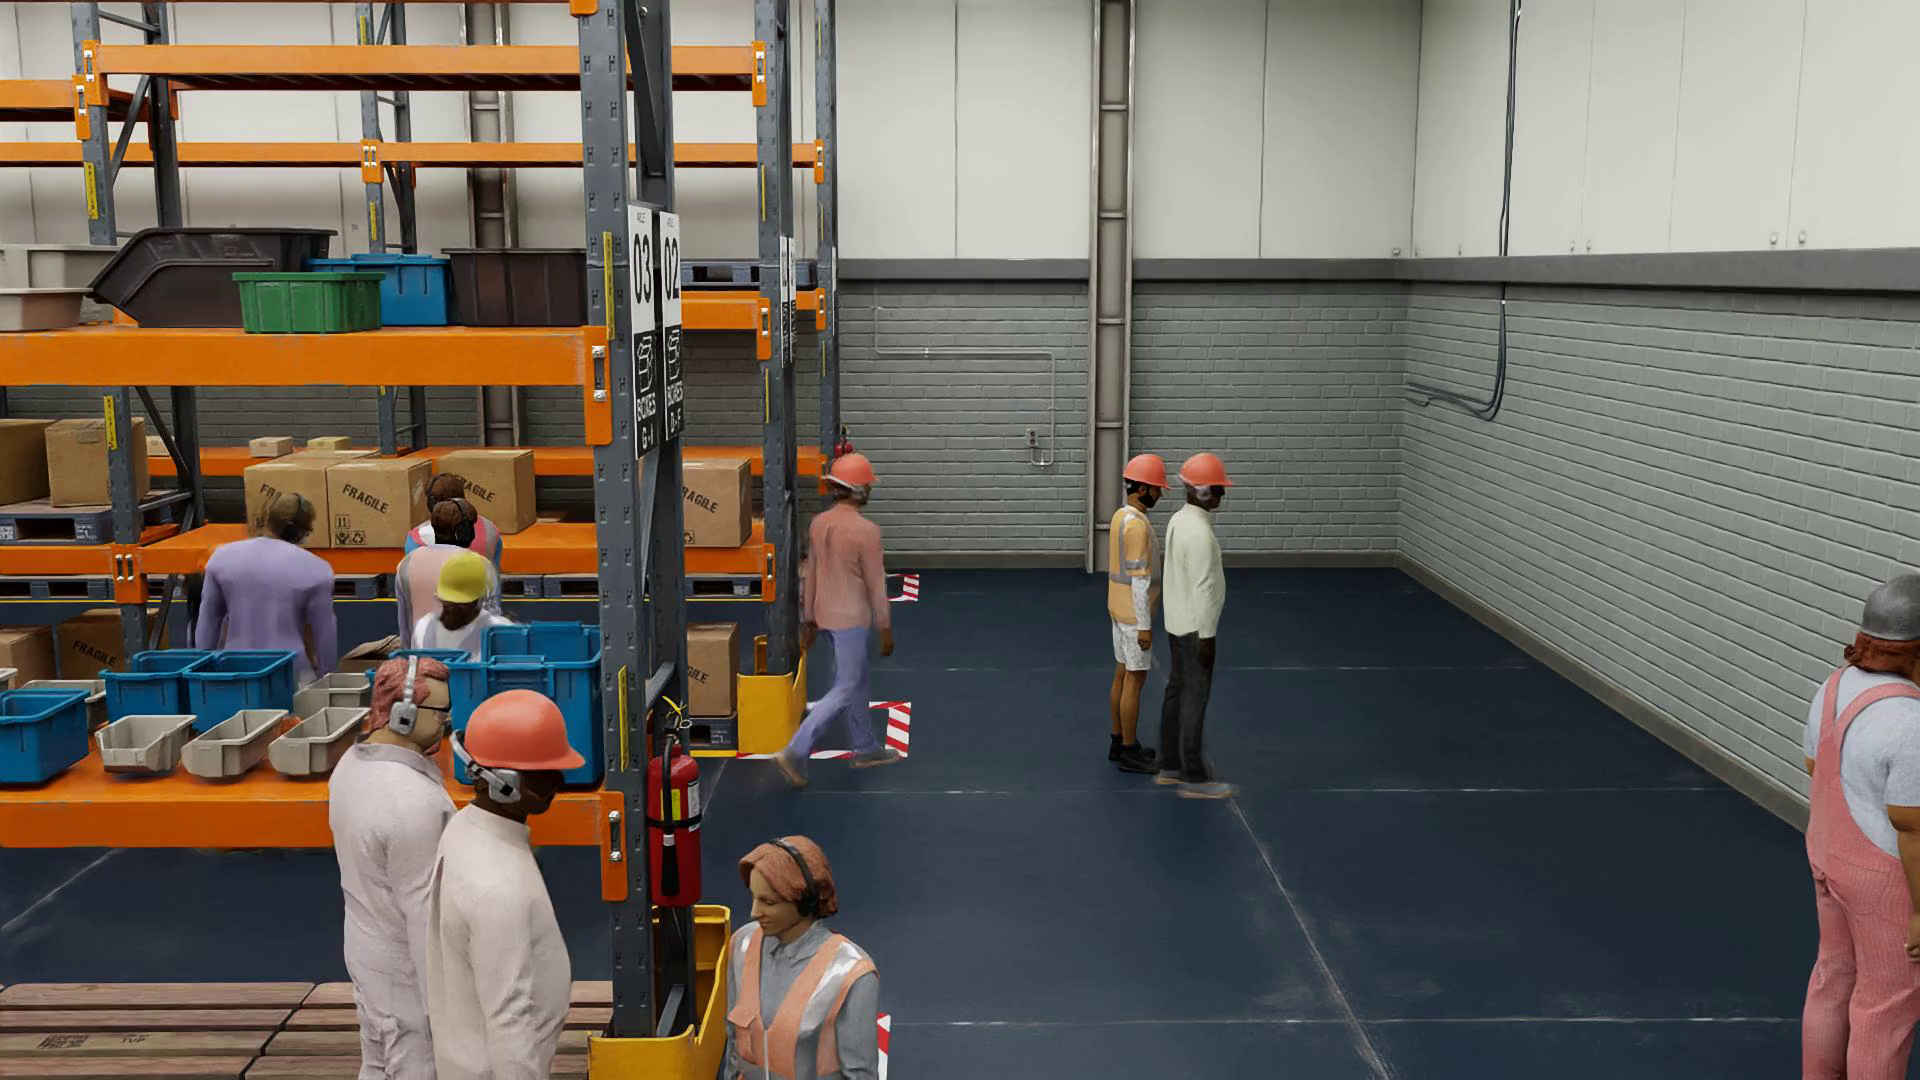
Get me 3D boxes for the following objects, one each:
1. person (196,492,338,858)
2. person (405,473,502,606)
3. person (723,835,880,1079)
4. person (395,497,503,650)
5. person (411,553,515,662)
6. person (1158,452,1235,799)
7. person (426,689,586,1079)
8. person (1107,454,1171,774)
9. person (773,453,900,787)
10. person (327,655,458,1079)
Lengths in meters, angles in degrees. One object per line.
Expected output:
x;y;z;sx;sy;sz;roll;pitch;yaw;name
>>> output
-3.578;0.708;8.566;0.744;1.893;0.370;-2;9;-10;person
-3.014;0.515;9.880;0.429;1.839;0.634;8;12;39;person
-0.401;1.538;4.250;0.524;1.631;0.316;7;12;38;person
-2.651;0.689;8.807;0.634;1.841;0.429;4;10;23;person
-2.266;0.905;7.729;0.596;1.771;0.963;5;10;26;person
1.370;0.486;9.592;0.401;1.990;0.622;-1;9;-8;person
-1.157;1.352;4.323;0.410;1.980;0.630;-4;10;-22;person
1.082;0.441;10.066;0.367;1.930;0.542;-1;9;-7;person
-0.726;0.466;9.818;0.925;1.961;0.633;-7;12;-37;person
-1.631;1.282;5.002;0.401;1.901;0.641;-7;11;-35;person
